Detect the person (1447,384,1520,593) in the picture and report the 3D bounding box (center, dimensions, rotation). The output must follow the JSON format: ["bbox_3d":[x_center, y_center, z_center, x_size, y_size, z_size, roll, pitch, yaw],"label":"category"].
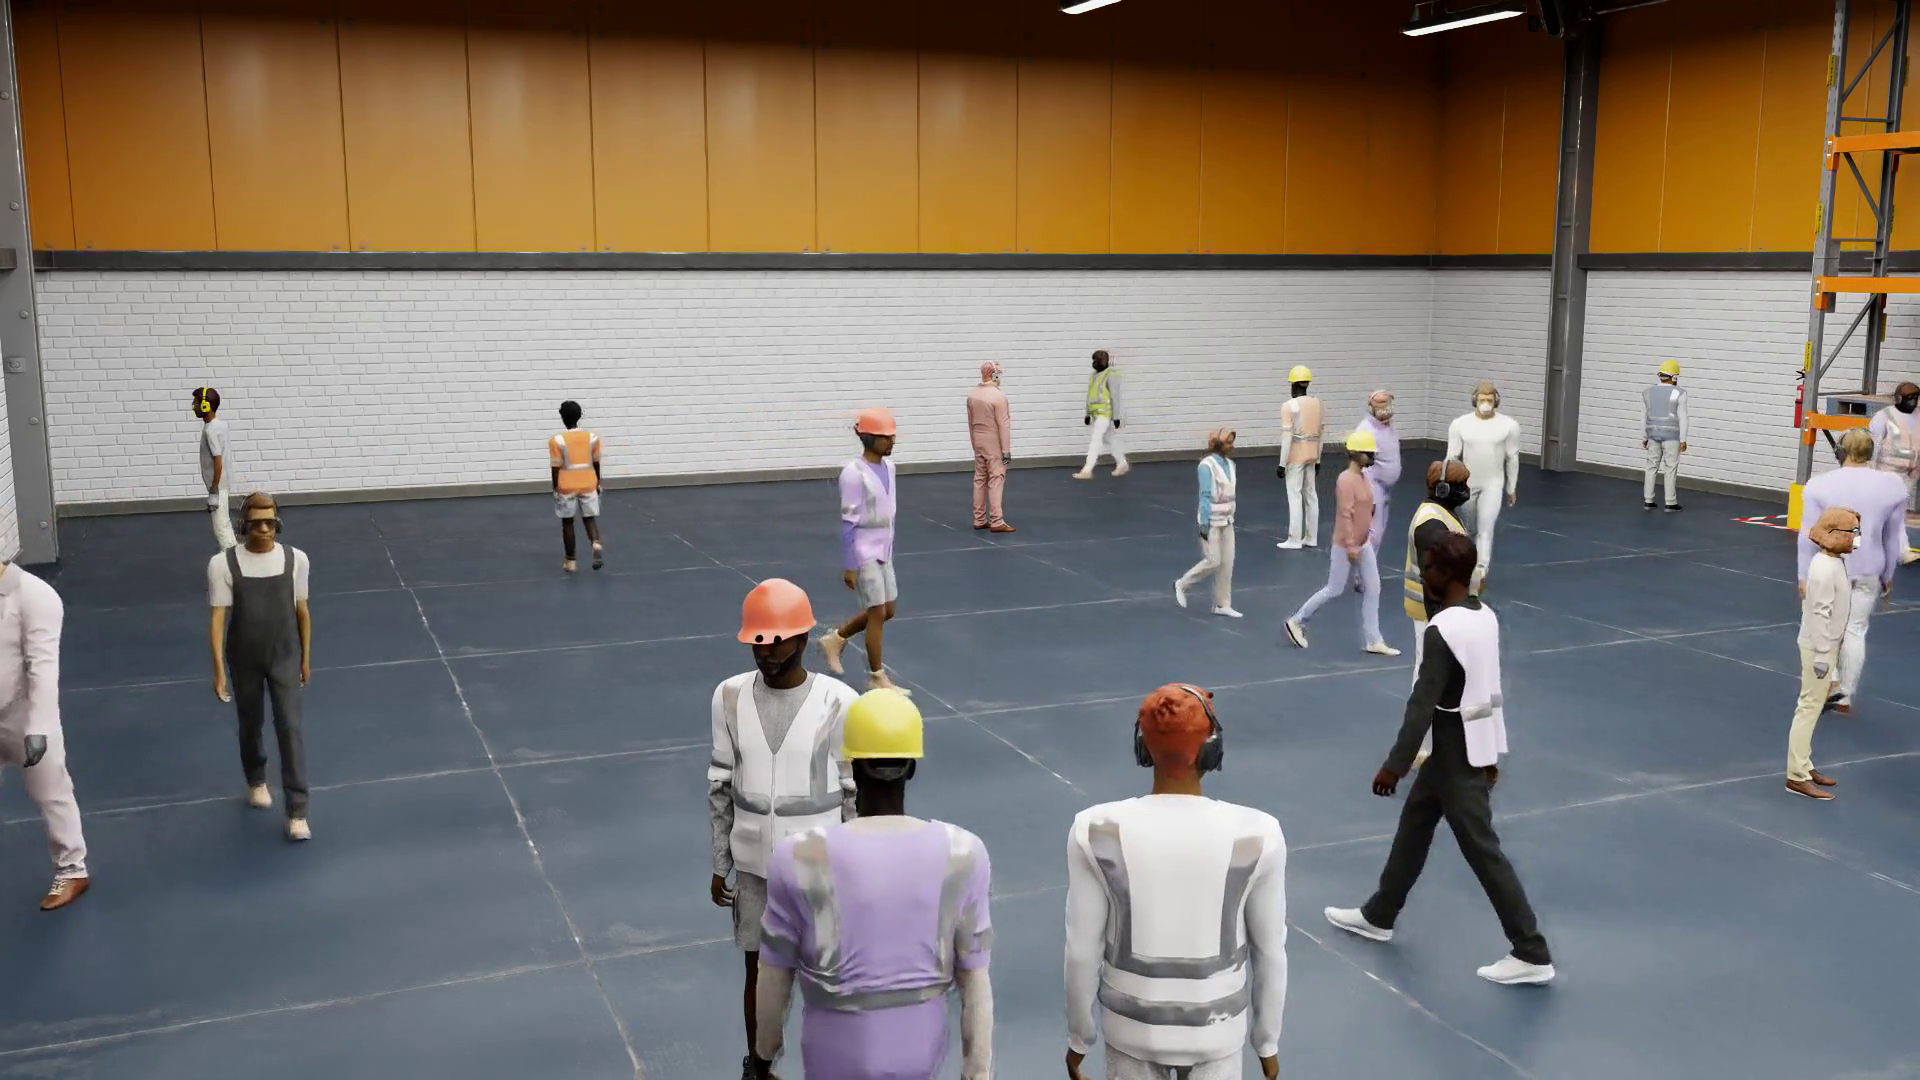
[{"bbox_3d":[4.814,-0.506,15.371,0.642,1.893,1.034,4,10,23],"label":"person"}]

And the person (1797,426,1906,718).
[{"bbox_3d":[5.783,0.221,10.844,0.639,1.924,0.465,2,10,10],"label":"person"}]

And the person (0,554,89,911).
[{"bbox_3d":[-4.307,0.828,7.376,0.668,1.863,0.959,1,9,8],"label":"person"}]

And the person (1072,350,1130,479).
[{"bbox_3d":[2.018,-1.761,23.278,0.963,1.800,0.645,-4,10,-21],"label":"person"}]

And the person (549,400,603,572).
[{"bbox_3d":[-3.660,-0.500,15.945,0.543,1.682,0.546,-6,11,-32],"label":"person"}]

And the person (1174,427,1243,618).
[{"bbox_3d":[2.120,-0.151,14.017,0.509,1.619,0.527,8,12,40],"label":"person"}]

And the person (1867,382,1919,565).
[{"bbox_3d":[9.425,-0.658,16.536,0.645,1.797,0.917,-2,10,-11],"label":"person"}]

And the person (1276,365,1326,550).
[{"bbox_3d":[3.540,-0.857,17.381,0.594,1.924,0.383,-6,11,-34],"label":"person"}]

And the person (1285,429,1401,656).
[{"bbox_3d":[2.944,0.008,12.716,0.815,1.733,0.523,7,12,37],"label":"person"}]

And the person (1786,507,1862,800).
[{"bbox_3d":[4.844,0.618,9.325,0.269,1.632,0.505,6,11,32],"label":"person"}]

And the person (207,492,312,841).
[{"bbox_3d":[-3.692,0.628,8.807,0.522,1.802,0.980,-5,11,-29],"label":"person"}]

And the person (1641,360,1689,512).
[{"bbox_3d":[8.520,-1.257,20.087,0.403,1.833,0.586,-7,12,-38],"label":"person"}]

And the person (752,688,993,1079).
[{"bbox_3d":[-0.208,1.321,4.339,0.592,1.873,1.010,-3,10,-19],"label":"person"}]

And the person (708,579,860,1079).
[{"bbox_3d":[-0.591,1.080,5.609,0.552,1.935,0.365,2,10,12],"label":"person"}]

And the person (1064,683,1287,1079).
[{"bbox_3d":[0.564,1.307,4.401,0.579,1.880,0.342,1,9,5],"label":"person"}]

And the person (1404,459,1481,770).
[{"bbox_3d":[2.833,0.438,9.795,0.429,1.844,0.626,3,10,18],"label":"person"}]

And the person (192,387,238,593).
[{"bbox_3d":[-6.762,-0.455,15.118,0.310,1.868,0.532,-3,10,-16],"label":"person"}]

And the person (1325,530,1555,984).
[{"bbox_3d":[2.067,0.893,6.982,1.020,1.866,0.609,5,11,29],"label":"person"}]

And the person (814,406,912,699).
[{"bbox_3d":[-0.676,0.083,11.416,0.715,2.025,0.610,5,10,27],"label":"person"}]

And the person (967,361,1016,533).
[{"bbox_3d":[0.361,-1.037,18.535,0.410,1.909,0.643,-7,12,-37],"label":"person"}]

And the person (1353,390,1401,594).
[{"bbox_3d":[3.792,-0.438,15.055,0.424,1.862,0.832,6,11,31],"label":"person"}]
